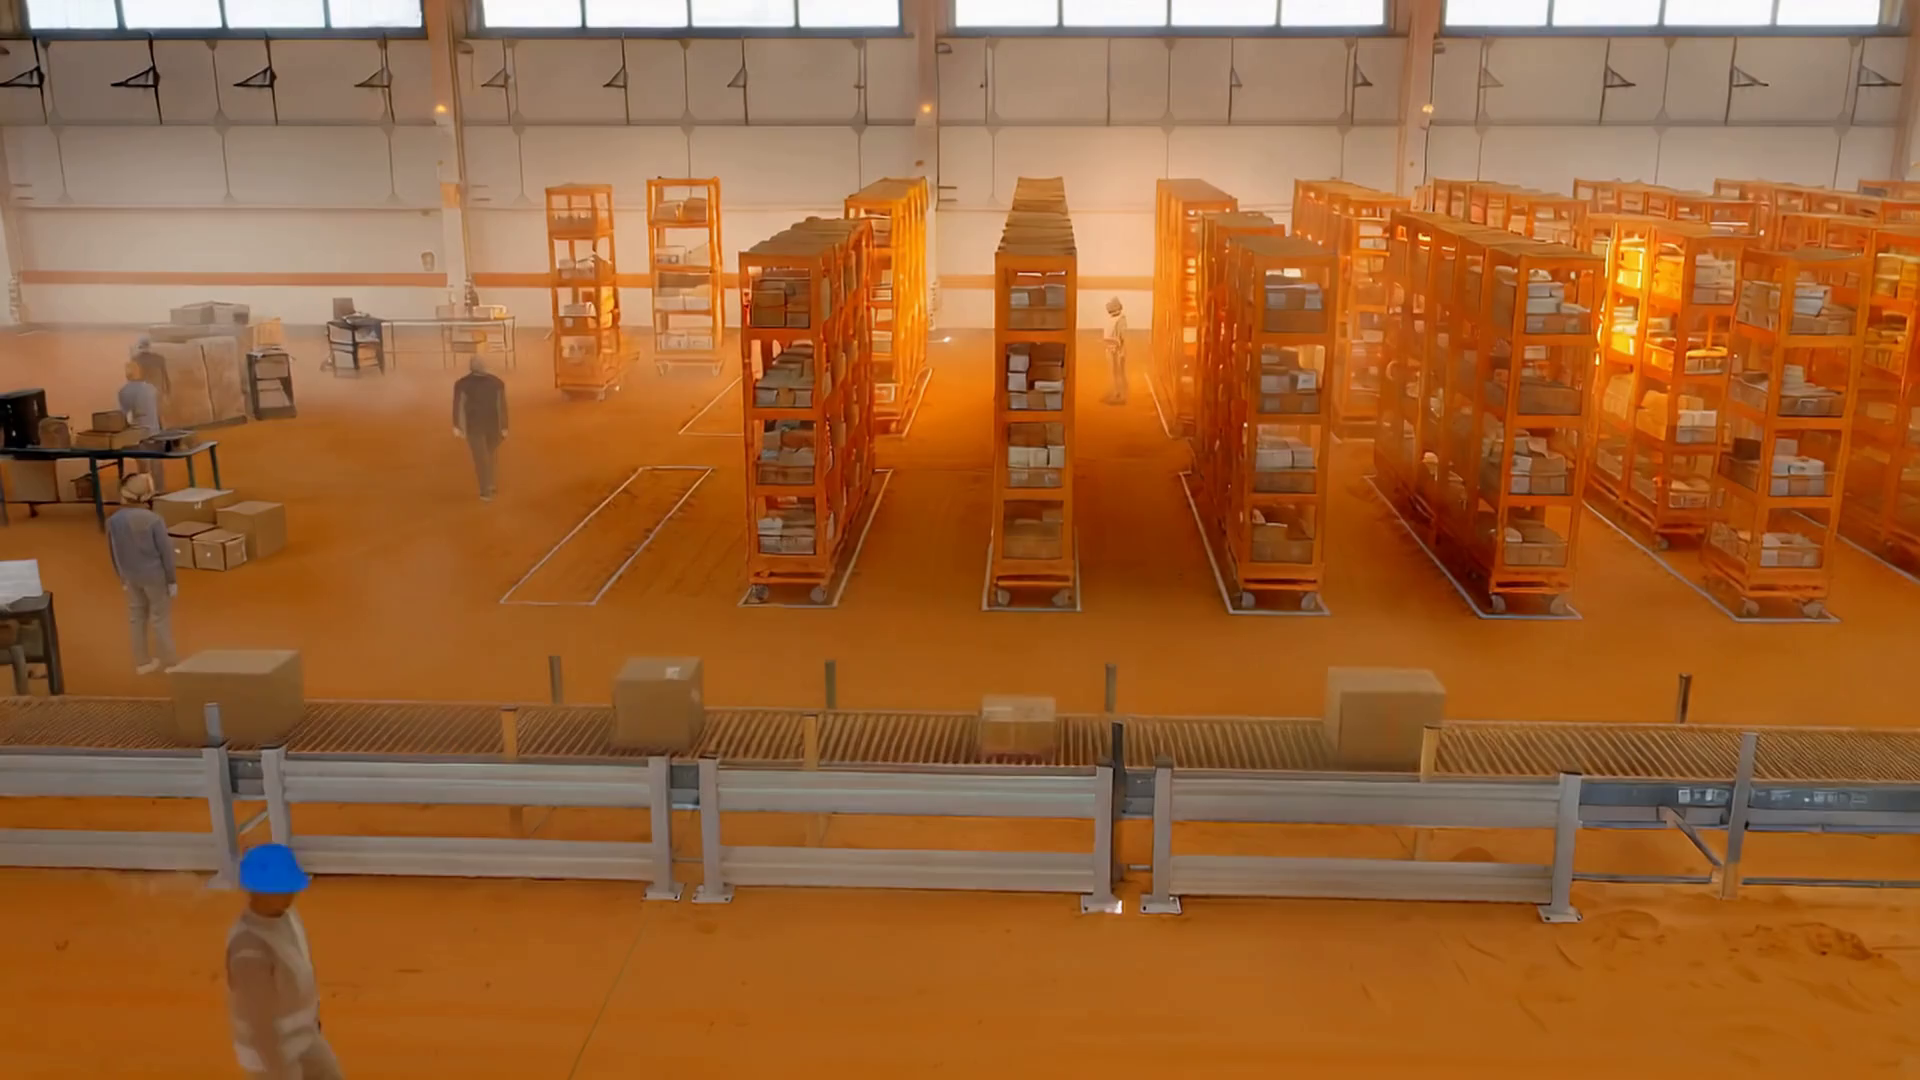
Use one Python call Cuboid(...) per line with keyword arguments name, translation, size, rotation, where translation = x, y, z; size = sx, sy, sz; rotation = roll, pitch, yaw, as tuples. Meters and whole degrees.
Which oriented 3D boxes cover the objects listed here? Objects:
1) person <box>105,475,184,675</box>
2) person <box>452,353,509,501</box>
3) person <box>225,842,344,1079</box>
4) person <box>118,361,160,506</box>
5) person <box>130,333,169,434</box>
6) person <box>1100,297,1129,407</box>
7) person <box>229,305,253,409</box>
Cuboid(name="person", translation=(-7.268, 0.318, 14.886), size=(0.590, 1.833, 0.404), rotation=(3, 15, 11))
Cuboid(name="person", translation=(-6.220, -1.485, 21.521), size=(0.657, 1.863, 0.932), rotation=(-9, 18, -31))
Cuboid(name="person", translation=(-3.033, 2.257, 7.490), size=(0.452, 1.933, 0.654), rotation=(-2, 15, -9))
Cuboid(name="person", translation=(-10.370, -1.329, 21.041), size=(0.449, 1.843, 0.611), rotation=(5, 16, 19))
Cuboid(name="person", translation=(-11.791, -2.160, 24.283), size=(0.723, 1.726, 0.566), rotation=(6, 16, 21))
Cuboid(name="person", translation=(2.583, -3.139, 27.738), size=(0.403, 1.822, 0.588), rotation=(-5, 16, -17))
Cuboid(name="person", translation=(-11.901, -3.028, 27.534), size=(0.633, 1.696, 0.581), rotation=(-9, 18, -30))
